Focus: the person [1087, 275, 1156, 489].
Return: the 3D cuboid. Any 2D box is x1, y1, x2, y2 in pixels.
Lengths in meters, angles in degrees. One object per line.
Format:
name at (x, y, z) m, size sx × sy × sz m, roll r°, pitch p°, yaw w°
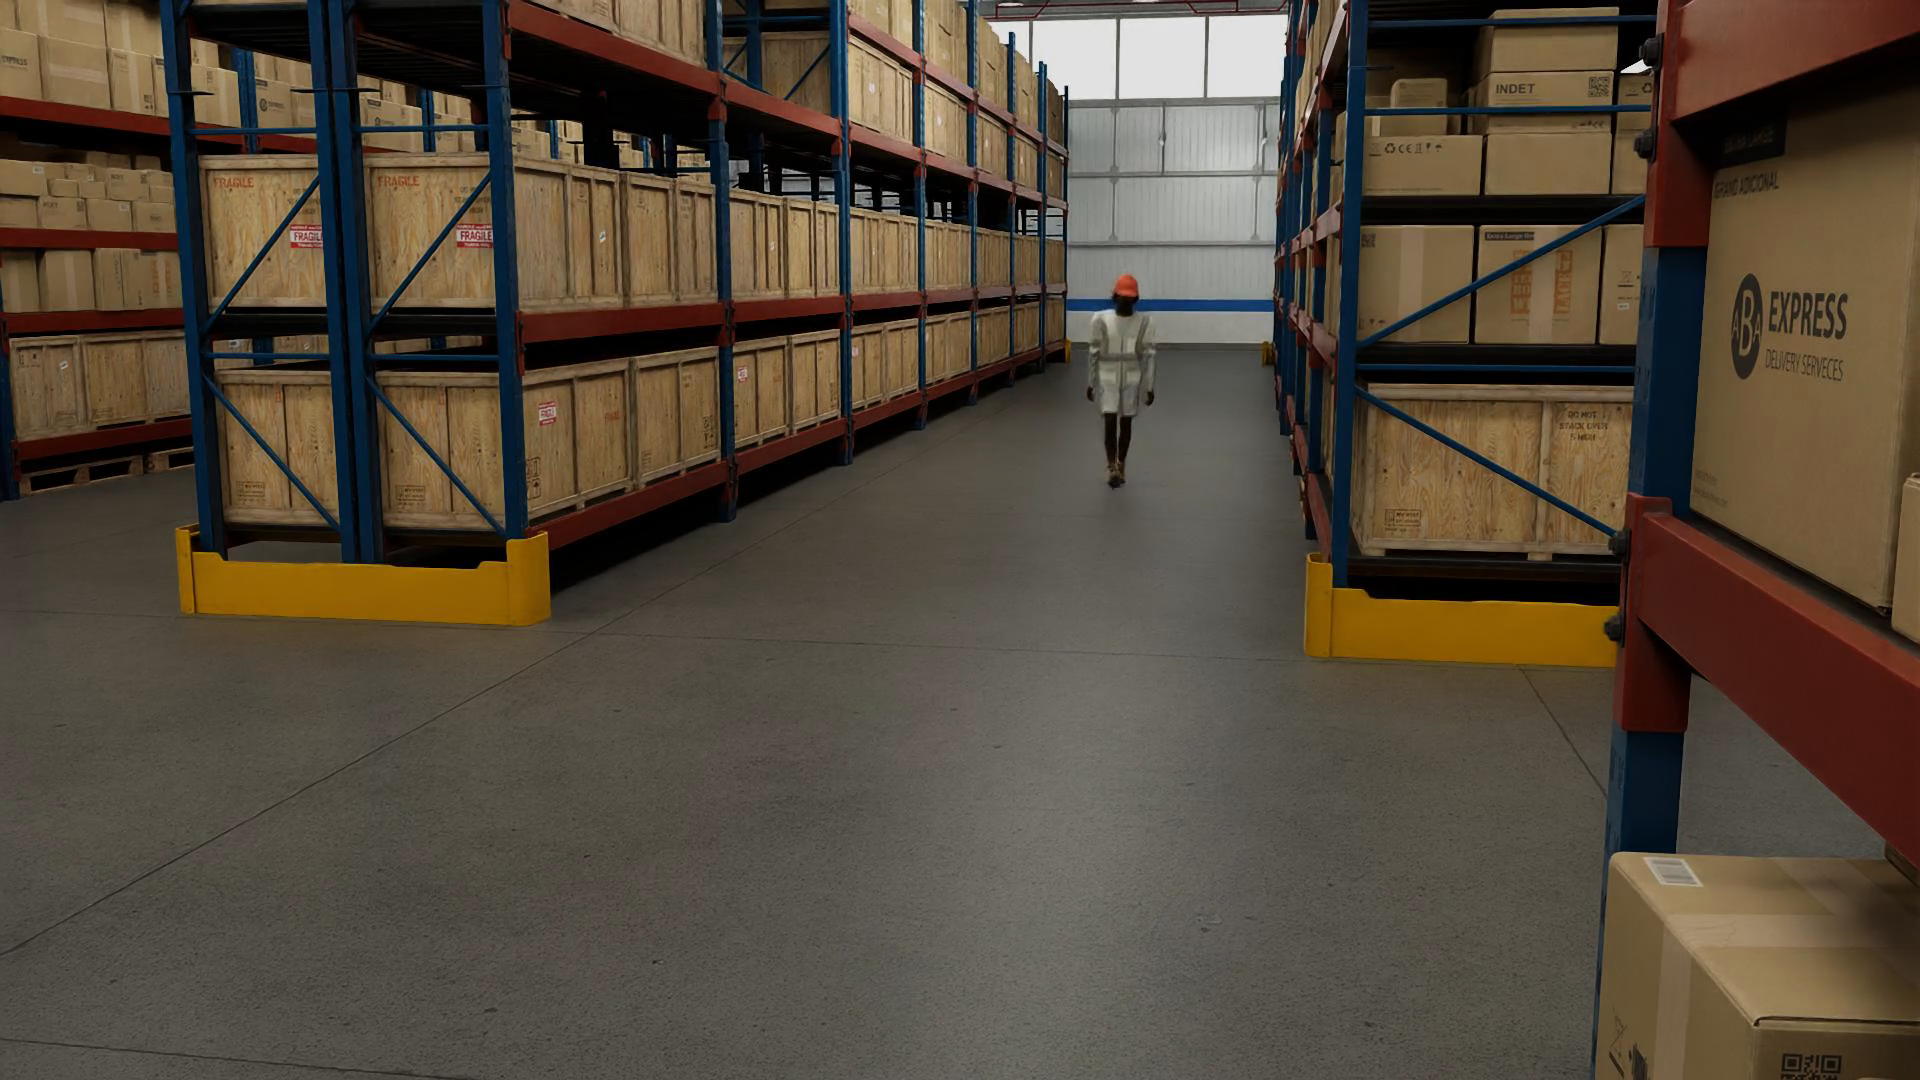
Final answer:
person at (1.518, -1.471, 15.581) m, size 0.628 × 1.984 × 1.044 m, roll 0°, pitch 9°, yaw 1°
